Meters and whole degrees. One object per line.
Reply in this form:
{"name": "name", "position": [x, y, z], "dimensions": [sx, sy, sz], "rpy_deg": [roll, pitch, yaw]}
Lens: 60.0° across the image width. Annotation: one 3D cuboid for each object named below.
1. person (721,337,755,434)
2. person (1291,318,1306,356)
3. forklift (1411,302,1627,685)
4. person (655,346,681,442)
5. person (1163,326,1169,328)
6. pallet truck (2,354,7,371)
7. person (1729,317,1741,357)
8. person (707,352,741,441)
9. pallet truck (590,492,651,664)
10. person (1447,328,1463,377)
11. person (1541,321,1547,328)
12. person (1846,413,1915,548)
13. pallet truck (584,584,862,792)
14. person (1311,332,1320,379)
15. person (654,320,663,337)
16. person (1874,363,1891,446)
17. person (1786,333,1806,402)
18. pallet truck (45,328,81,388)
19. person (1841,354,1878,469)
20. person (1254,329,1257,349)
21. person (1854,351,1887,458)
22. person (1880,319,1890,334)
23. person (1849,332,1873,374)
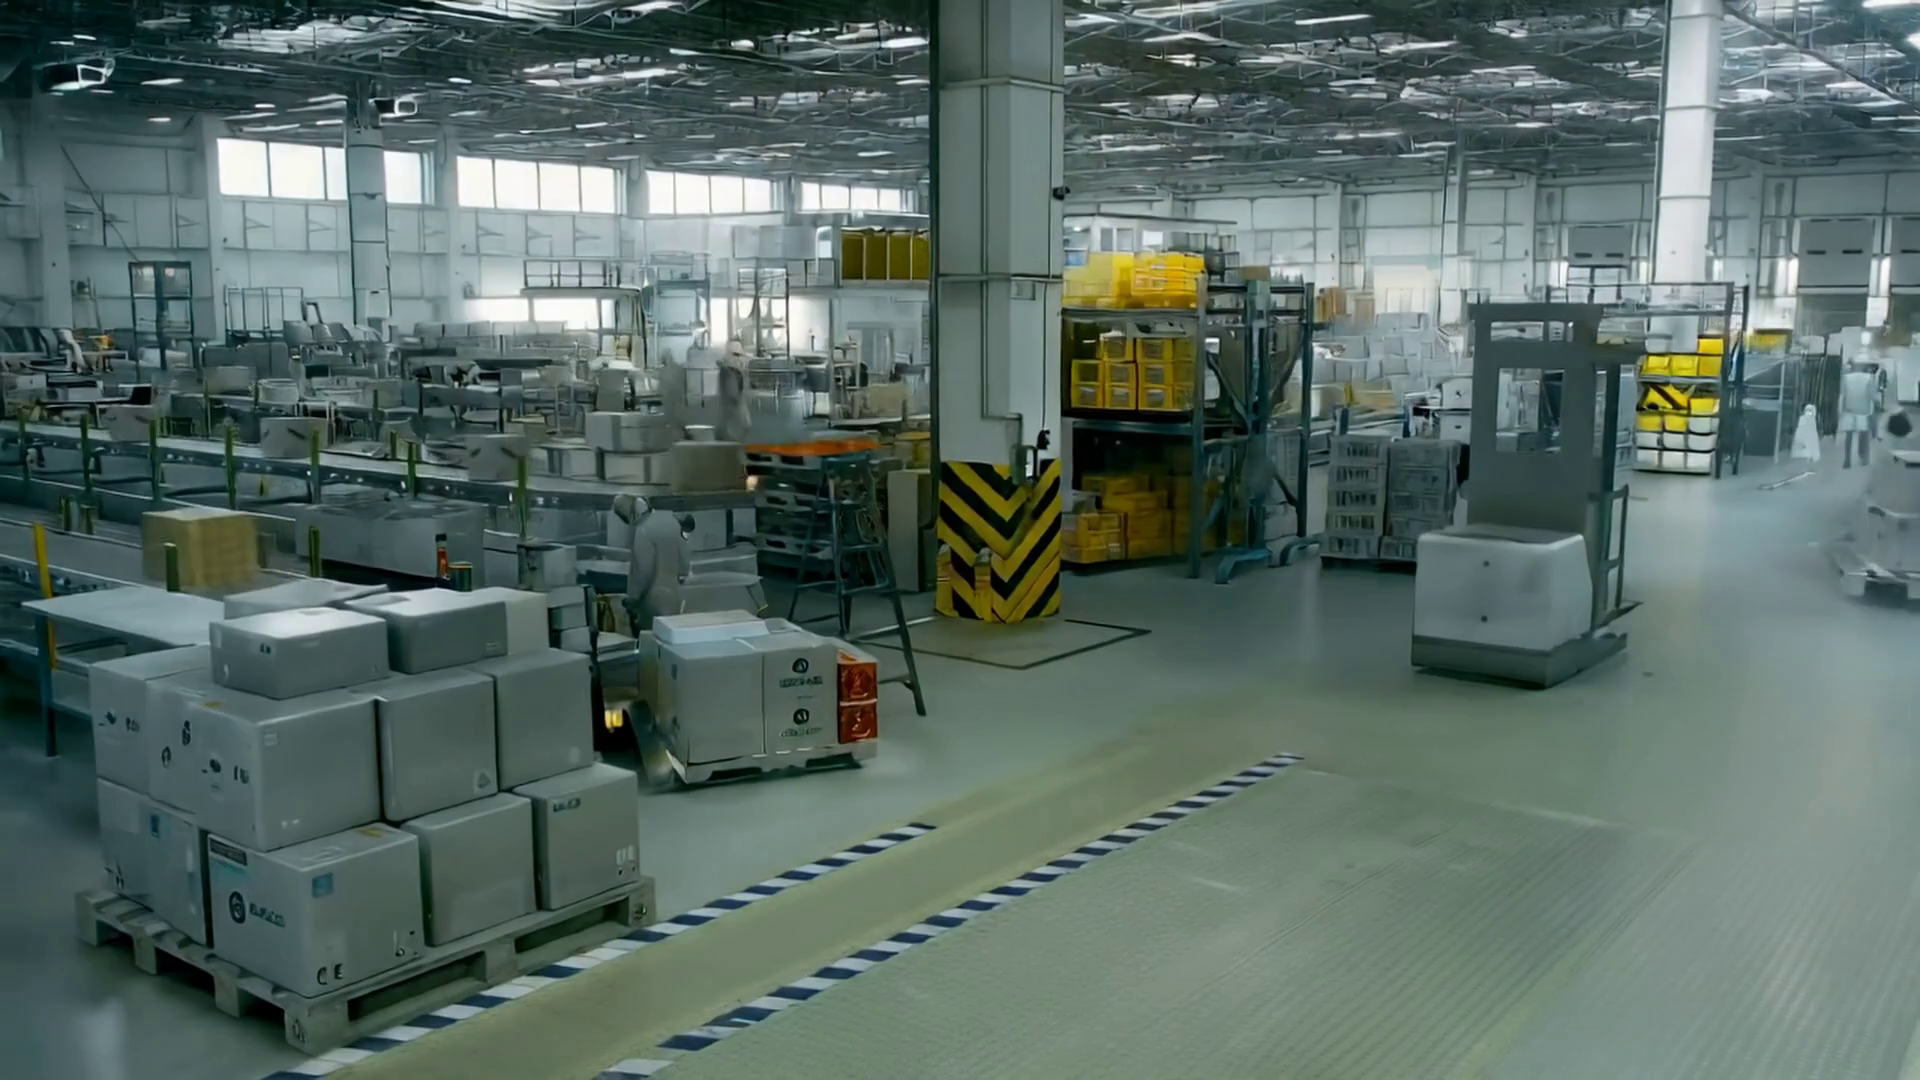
{"name": "person", "position": [-4.625, -3.203, 34.478], "dimensions": [0.611, 1.985, 1.009], "rpy_deg": [2, 9, 12]}
{"name": "person", "position": [15.663, -9.473, 77.065], "dimensions": [0.588, 1.882, 0.936], "rpy_deg": [7, 11, 40]}
{"name": "forklift", "position": [4.379, -0.438, 12.852], "dimensions": [1.129, 2.768, 1.873], "rpy_deg": [7, 11, 37]}
{"name": "person", "position": [-5.618, -2.782, 32.011], "dimensions": [0.452, 1.889, 0.650], "rpy_deg": [-8, 12, -43]}
{"name": "person", "position": [6.309, -5.750, 52.006], "dimensions": [0.601, 1.887, 0.822], "rpy_deg": [-8, 12, -44]}
{"name": "pallet truck", "position": [-24.881, -4.417, 42.634], "dimensions": [1.885, 1.965, 0.823], "rpy_deg": [8, 11, 41]}
{"name": "person", "position": [33.908, -8.873, 72.743], "dimensions": [0.618, 1.978, 0.458], "rpy_deg": [-8, 12, -44]}
{"name": "person", "position": [-4.371, -2.617, 31.163], "dimensions": [0.630, 1.807, 0.608], "rpy_deg": [-8, 12, -43]}
{"name": "pallet truck", "position": [-3.115, 0.344, 12.883], "dimensions": [0.653, 1.274, 1.630], "rpy_deg": [7, 11, 37]}
{"name": "person", "position": [17.138, -6.488, 57.571], "dimensions": [0.478, 1.707, 0.873], "rpy_deg": [0, 8, 2]}
{"name": "person", "position": [24.297, -8.247, 69.027], "dimensions": [0.431, 1.835, 0.623], "rpy_deg": [-3, 9, -17]}
{"name": "person", "position": [10.228, -0.601, 18.284], "dimensions": [0.507, 1.587, 0.859], "rpy_deg": [-8, 12, -43]}
{"name": "pallet truck", "position": [-1.426, 0.805, 10.019], "dimensions": [1.601, 1.201, 0.680], "rpy_deg": [-4, 9, -26]}
{"name": "person", "position": [10.387, -5.236, 48.986], "dimensions": [0.351, 1.760, 0.522], "rpy_deg": [-8, 12, -43]}
{"name": "person", "position": [-12.431, -8.128, 68.179], "dimensions": [0.505, 1.841, 0.348], "rpy_deg": [1, 8, 4]}
{"name": "person", "position": [17.526, -2.610, 31.853], "dimensions": [0.502, 1.577, 0.890], "rpy_deg": [3, 9, 18]}
{"name": "person", "position": [21.647, -4.428, 43.123], "dimensions": [0.328, 1.876, 0.509], "rpy_deg": [-3, 9, -19]}
{"name": "pallet truck", "position": [-23.775, -4.544, 43.495], "dimensions": [1.885, 1.965, 0.823], "rpy_deg": [6, 10, 35]}
{"name": "person", "position": [14.949, -2.140, 27.655], "dimensions": [0.556, 1.884, 0.976], "rpy_deg": [7, 11, 39]}
{"name": "person", "position": [14.104, -9.874, 79.932], "dimensions": [0.892, 1.856, 0.584], "rpy_deg": [6, 10, 35]}
{"name": "person", "position": [16.135, -2.411, 29.539], "dimensions": [0.552, 1.881, 1.043], "rpy_deg": [5, 10, 28]}
{"name": "person", "position": [38.762, -8.368, 69.790], "dimensions": [0.429, 1.845, 0.620], "rpy_deg": [3, 9, 20]}
{"name": "person", "position": [23.121, -4.383, 42.668], "dimensions": [0.621, 1.928, 0.756], "rpy_deg": [-6, 11, -36]}
